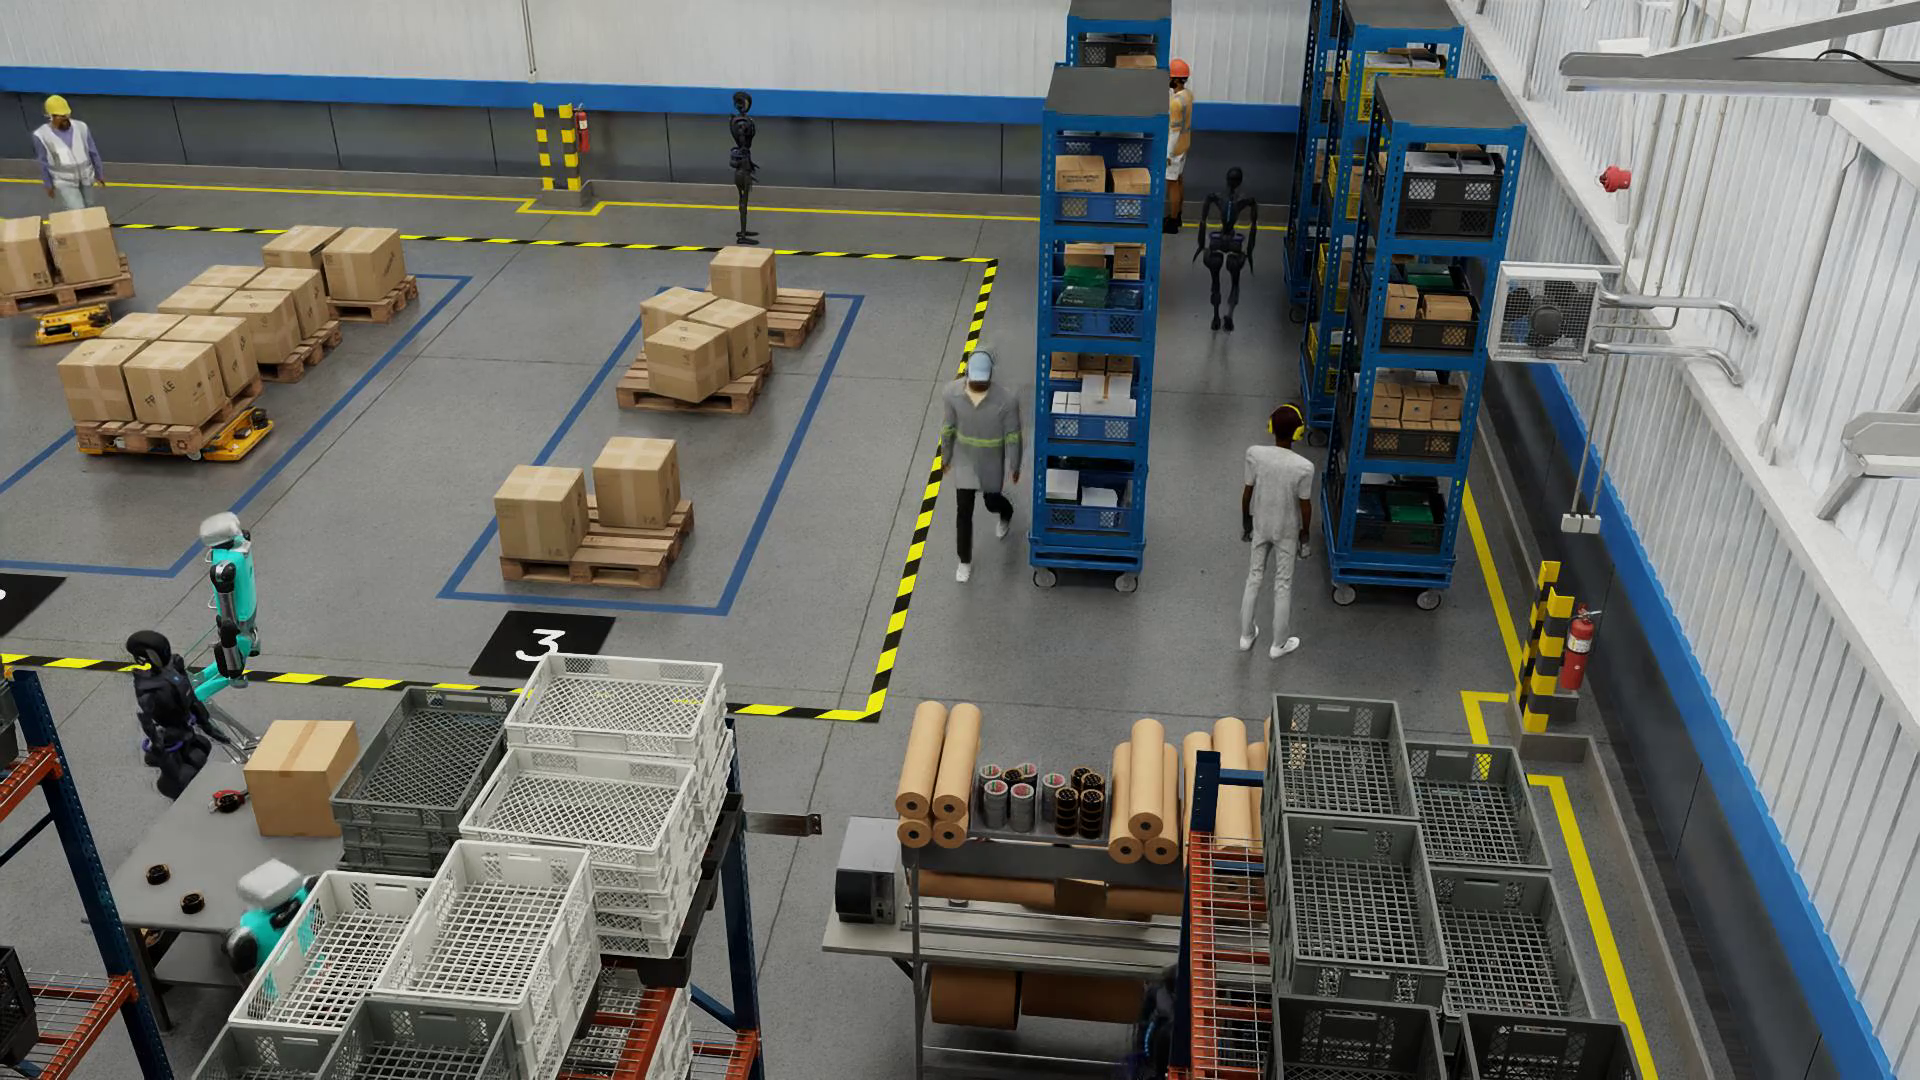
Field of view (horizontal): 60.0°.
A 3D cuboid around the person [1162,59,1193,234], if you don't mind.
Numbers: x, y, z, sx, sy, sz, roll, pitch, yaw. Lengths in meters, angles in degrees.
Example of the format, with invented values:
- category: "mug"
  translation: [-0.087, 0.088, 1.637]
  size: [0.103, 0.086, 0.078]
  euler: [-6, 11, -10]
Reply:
- category: "person"
  translation: [2.382, -4.385, 18.548]
  size: [0.351, 1.938, 0.543]
  euler: [10, 32, 17]

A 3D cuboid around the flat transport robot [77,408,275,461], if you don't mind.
- category: "flat transport robot"
  translation: [-6.728, -0.944, 14.268]
  size: [1.431, 0.197, 0.652]
  euler: [3, 30, 6]

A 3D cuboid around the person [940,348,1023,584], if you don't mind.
- category: "person"
  translation: [0.170, -0.639, 12.237]
  size: [0.624, 1.817, 0.785]
  euler: [8, 31, 13]

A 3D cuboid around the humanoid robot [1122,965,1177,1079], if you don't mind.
- category: "humanoid robot"
  translation: [0.936, 2.403, 7.177]
  size: [0.731, 1.629, 0.608]
  euler: [-11, 32, -19]

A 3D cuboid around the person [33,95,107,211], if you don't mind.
- category: "person"
  translation: [-9.552, -3.914, 17.880]
  size: [0.832, 1.803, 0.602]
  euler: [23, 37, 34]

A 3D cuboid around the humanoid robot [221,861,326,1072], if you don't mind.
- category: "humanoid robot"
  translation: [-2.692, 2.244, 7.368]
  size: [0.792, 1.795, 0.559]
  euler: [11, 32, 18]

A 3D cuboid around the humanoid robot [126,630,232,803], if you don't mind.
- category: "humanoid robot"
  translation: [-4.293, 1.183, 9.239]
  size: [0.360, 1.654, 0.601]
  euler: [-1, 30, -1]

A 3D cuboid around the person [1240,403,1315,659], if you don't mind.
- category: "person"
  translation: [2.131, -0.058, 11.188]
  size: [0.506, 1.864, 0.329]
  euler: [17, 34, 27]

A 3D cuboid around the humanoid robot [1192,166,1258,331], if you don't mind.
- category: "humanoid robot"
  translation: [2.549, -2.801, 16.088]
  size: [0.597, 1.647, 0.438]
  euler: [6, 31, 11]

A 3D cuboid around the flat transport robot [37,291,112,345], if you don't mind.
- category: "flat transport robot"
  translation: [-8.929, -2.354, 16.690]
  size: [0.652, 0.197, 1.431]
  euler: [-15, 33, -24]

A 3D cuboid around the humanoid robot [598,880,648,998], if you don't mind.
- category: "humanoid robot"
  translation: [-1.765, 1.621, 8.474]
  size: [0.315, 1.657, 0.599]
  euler: [-23, 37, -34]

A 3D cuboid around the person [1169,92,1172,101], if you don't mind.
- category: "person"
  translation: [2.107, -4.410, 18.682]
  size: [0.583, 1.837, 0.422]
  euler: [-20, 36, -31]

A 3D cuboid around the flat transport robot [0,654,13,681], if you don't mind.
- category: "flat transport robot"
  translation: [-7.142, 0.969, 11.010]
  size: [1.431, 0.231, 0.659]
  euler: [3, 30, 6]

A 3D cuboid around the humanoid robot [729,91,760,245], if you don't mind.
- category: "humanoid robot"
  translation: [-2.373, -4.119, 18.338]
  size: [0.315, 1.653, 0.599]
  euler: [-2, 30, -3]

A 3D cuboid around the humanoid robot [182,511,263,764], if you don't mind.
- category: "humanoid robot"
  translation: [-4.517, 0.627, 10.000]
  size: [0.735, 1.681, 0.533]
  euler: [-5, 31, -8]
